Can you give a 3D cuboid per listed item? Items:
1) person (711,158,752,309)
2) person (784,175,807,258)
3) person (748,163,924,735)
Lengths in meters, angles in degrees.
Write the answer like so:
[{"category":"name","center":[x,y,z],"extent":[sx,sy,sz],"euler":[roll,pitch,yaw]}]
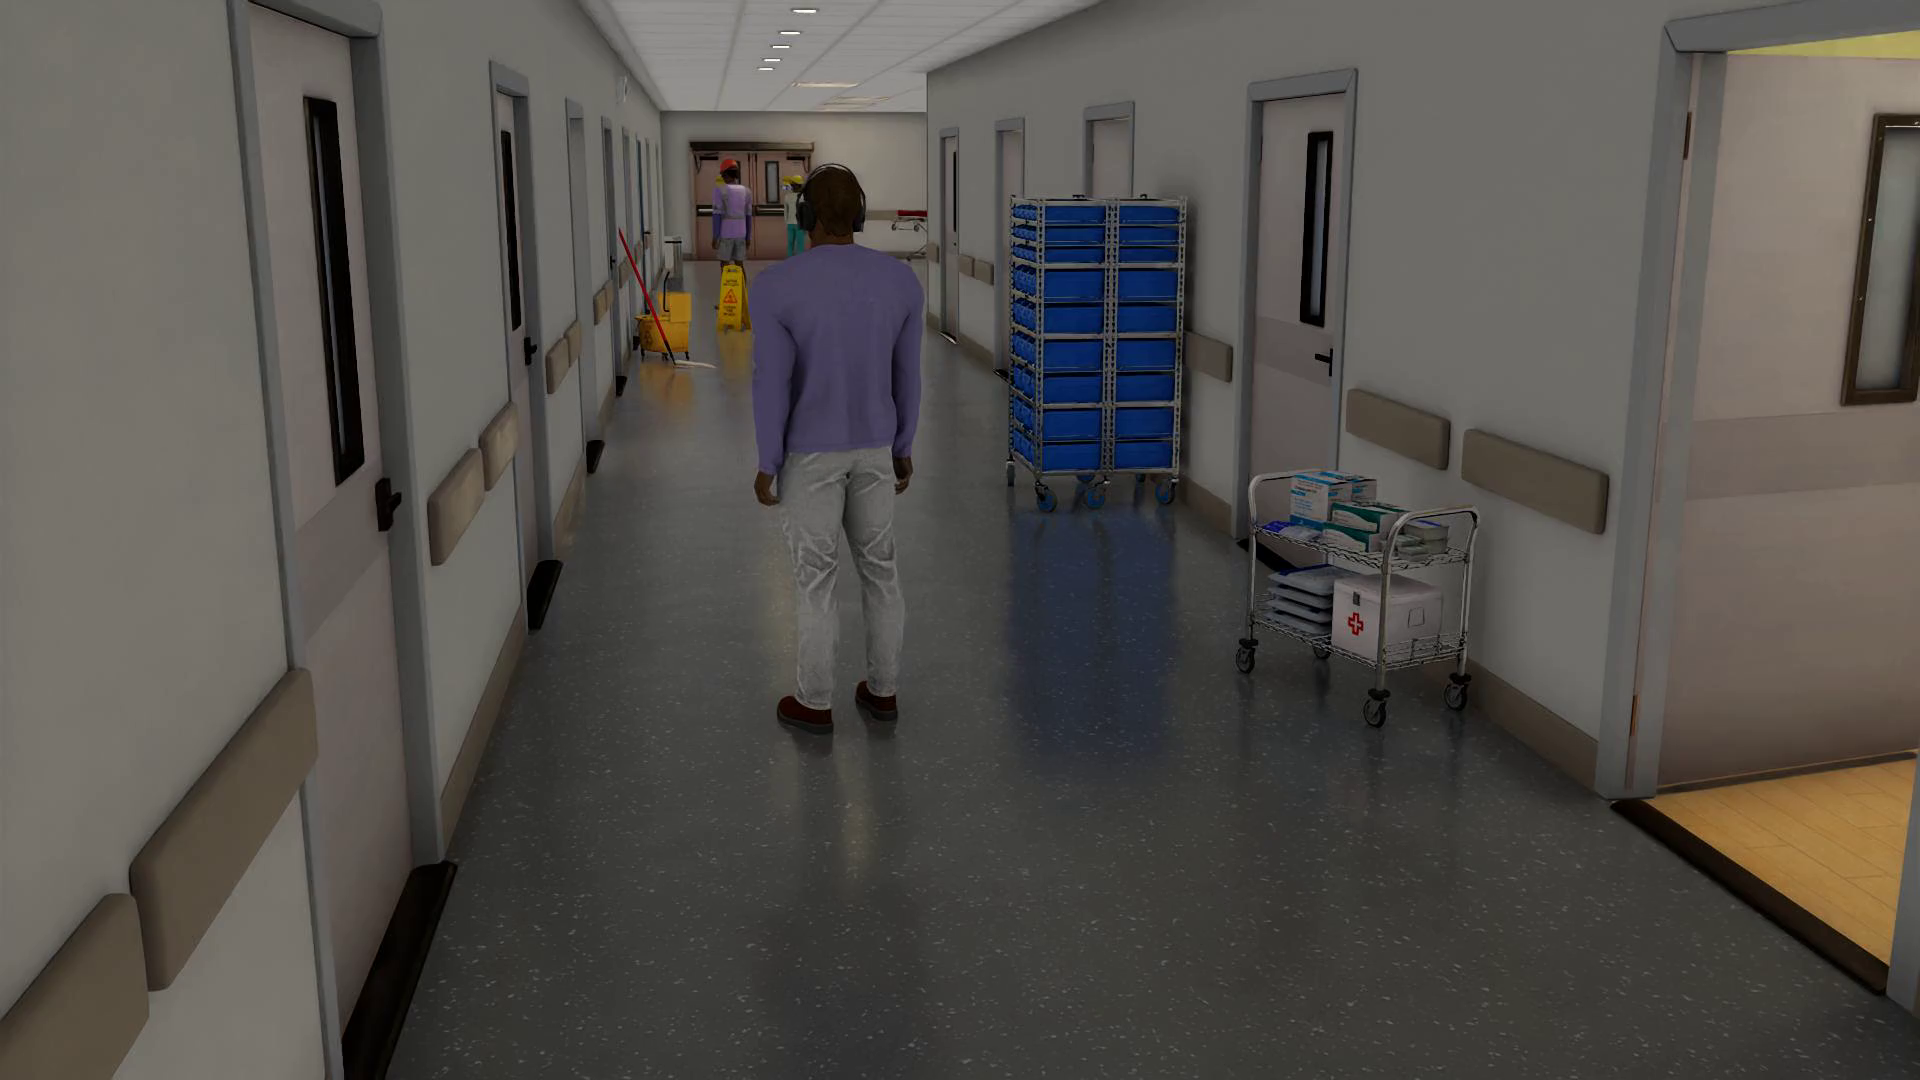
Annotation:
[{"category":"person","center":[-3.113,-4.149,22.618],"extent":[0.615,2.028,0.409],"euler":[-11,17,-42]},{"category":"person","center":[-2.923,-5.655,29.871],"extent":[0.533,1.770,0.304],"euler":[10,16,37]},{"category":"person","center":[-0.424,-0.297,5.697],"extent":[0.631,1.940,0.372],"euler":[-7,15,-29]}]
